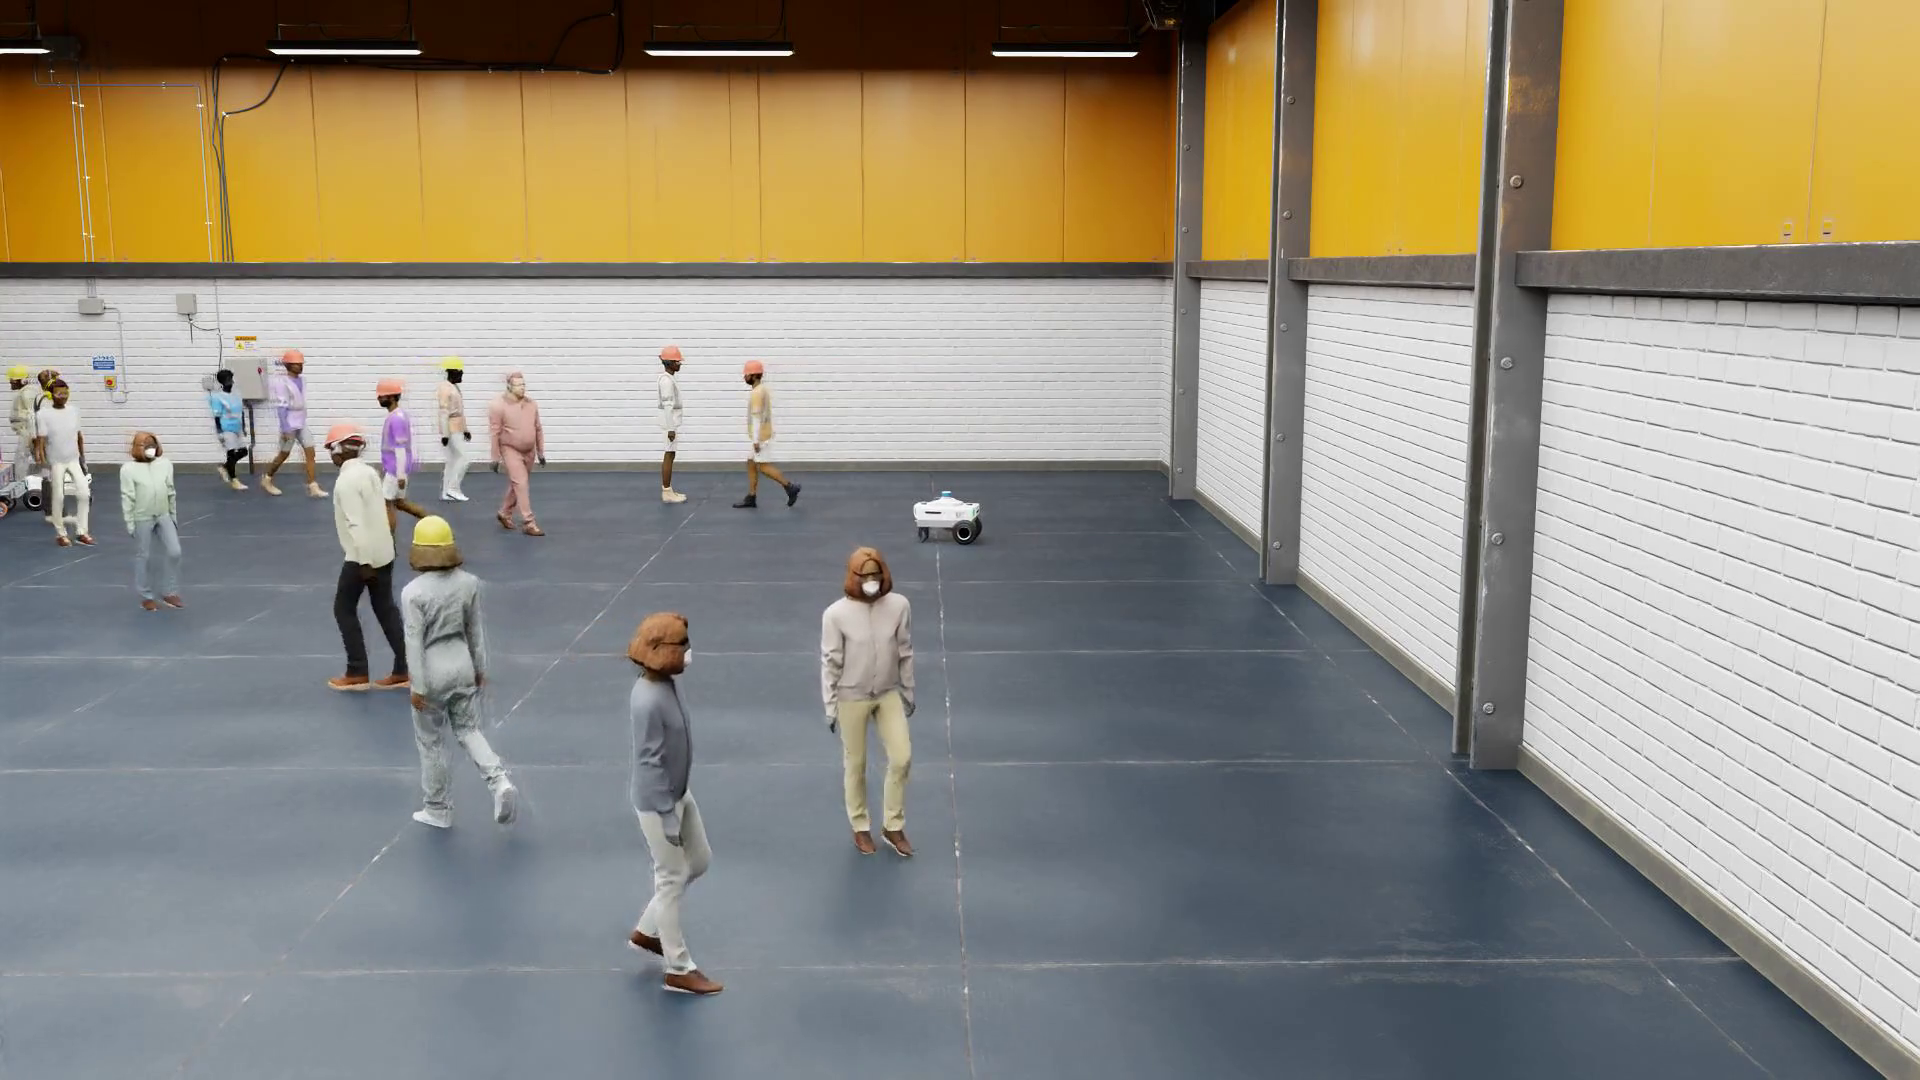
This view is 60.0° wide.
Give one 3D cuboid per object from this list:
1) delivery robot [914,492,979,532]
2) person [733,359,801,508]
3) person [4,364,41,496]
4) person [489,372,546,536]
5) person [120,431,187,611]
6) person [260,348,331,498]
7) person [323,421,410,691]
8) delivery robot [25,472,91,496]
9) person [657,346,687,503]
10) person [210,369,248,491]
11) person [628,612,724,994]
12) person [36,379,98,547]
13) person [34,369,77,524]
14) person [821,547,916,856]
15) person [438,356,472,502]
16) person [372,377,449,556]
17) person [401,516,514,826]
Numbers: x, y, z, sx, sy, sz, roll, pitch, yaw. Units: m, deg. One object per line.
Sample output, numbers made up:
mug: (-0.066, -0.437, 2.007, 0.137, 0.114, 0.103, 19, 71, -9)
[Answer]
delivery robot: (-0.153, -0.295, 18.493, 0.707, 0.478, 0.477, 1, 9, 8)
person: (-2.449, -1.326, 20.983, 0.809, 1.915, 0.547, 0, 9, 0)
person: (-12.346, -1.463, 22.192, 0.840, 1.780, 0.633, -5, 11, -28)
person: (-5.106, -1.006, 19.127, 0.959, 1.871, 0.653, 7, 11, 36)
person: (-7.114, -0.160, 14.704, 0.565, 1.613, 0.520, 6, 11, 35)
person: (-8.903, -1.545, 22.059, 1.012, 2.004, 0.614, 3, 10, 16)
person: (-4.264, 0.123, 11.941, 0.720, 1.942, 0.638, 1, 9, 6)
delivery robot: (-11.420, -0.717, 21.080, 0.707, 0.478, 0.477, -3, 10, -16)
person: (-3.736, -1.503, 21.633, 0.381, 2.041, 0.616, -2, 9, -9)
person: (-10.025, -1.504, 22.738, 0.452, 1.677, 0.558, 3, 10, 17)
person: (-1.196, 1.099, 6.953, 0.392, 1.629, 0.522, 1, 9, 6)
person: (-9.688, -0.823, 18.063, 0.692, 1.843, 0.574, 6, 11, 34)
person: (-10.794, -1.108, 19.814, 0.502, 1.846, 0.344, 7, 12, 37)
person: (-0.444, 0.844, 8.527, 0.539, 1.615, 0.526, -4, 10, -24)
person: (-6.568, -1.439, 21.668, 0.530, 1.909, 0.598, -1, 9, -7)
person: (-5.875, -0.773, 17.557, 0.764, 1.918, 0.557, -2, 10, -14)
person: (-2.719, 0.732, 8.924, 0.644, 1.725, 0.488, 7, 11, 36)
